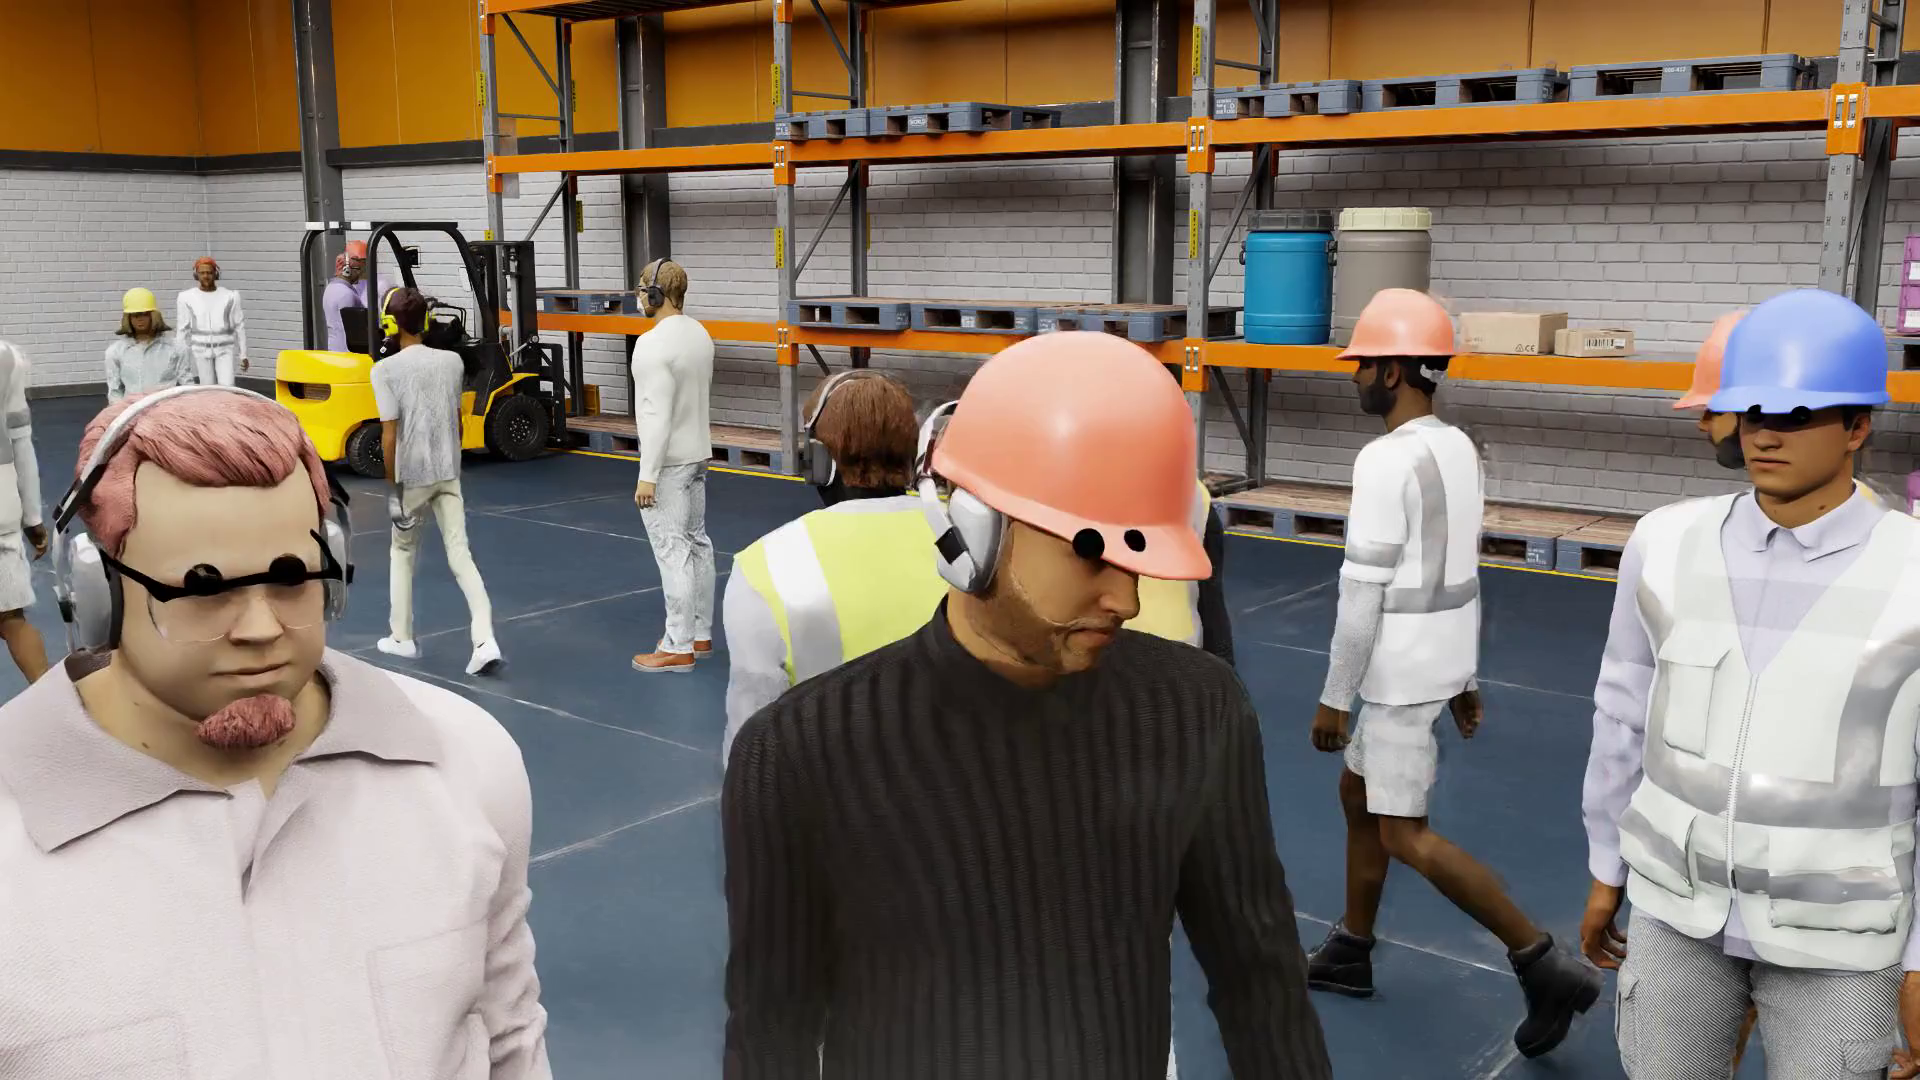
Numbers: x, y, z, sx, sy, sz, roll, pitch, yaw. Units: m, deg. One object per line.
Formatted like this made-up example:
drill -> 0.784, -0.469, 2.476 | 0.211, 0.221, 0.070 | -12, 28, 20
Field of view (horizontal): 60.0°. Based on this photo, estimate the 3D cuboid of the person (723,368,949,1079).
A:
person -> -0.160, 0.572, 3.187 | 0.642, 1.788, 0.973 | -5, 11, -26

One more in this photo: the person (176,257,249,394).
person -> -7.155, -1.759, 15.912 | 0.610, 1.843, 0.903 | -3, 11, -18

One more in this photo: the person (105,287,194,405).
person -> -5.032, -0.707, 10.389 | 0.499, 1.732, 0.439 | -4, 11, -23

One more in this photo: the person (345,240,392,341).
person -> -6.023, -2.055, 17.074 | 0.619, 2.021, 0.627 | 4, 11, 21

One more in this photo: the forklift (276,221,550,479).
forklift -> -4.922, -1.741, 14.854 | 1.214, 2.155, 2.313 | 8, 13, 38

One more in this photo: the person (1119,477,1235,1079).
person -> 0.271, 0.486, 3.627 | 0.641, 1.802, 0.588 | -8, 13, -37

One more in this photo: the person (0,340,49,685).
person -> -3.604, -0.059, 6.040 | 0.740, 2.017, 0.642 | 8, 13, 39

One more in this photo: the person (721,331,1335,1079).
person -> 0.095, 0.754, 1.750 | 0.604, 1.925, 0.986 | -5, 12, -28

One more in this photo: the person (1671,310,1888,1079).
person -> 1.721, 0.498, 3.306 | 0.588, 1.898, 0.869 | -7, 12, -34

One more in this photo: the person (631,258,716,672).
person -> -1.358, -0.347, 7.834 | 0.362, 1.939, 0.635 | 2, 10, 13

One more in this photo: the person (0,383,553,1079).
person -> -0.637, 0.809, 1.531 | 0.638, 1.905, 0.407 | -9, 14, -41

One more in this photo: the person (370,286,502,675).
person -> -2.488, -0.278, 7.812 | 0.496, 1.817, 0.986 | -9, 14, -42

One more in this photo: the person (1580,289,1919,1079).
person -> 1.283, 0.583, 2.657 | 0.391, 1.948, 0.605 | -10, 14, -44

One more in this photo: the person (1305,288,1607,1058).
person -> 1.214, 0.332, 4.175 | 0.853, 1.911, 0.542 | 6, 12, 32

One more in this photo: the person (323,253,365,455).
person -> -5.772, -1.756, 15.759 | 0.404, 1.900, 0.641 | -7, 12, -32
